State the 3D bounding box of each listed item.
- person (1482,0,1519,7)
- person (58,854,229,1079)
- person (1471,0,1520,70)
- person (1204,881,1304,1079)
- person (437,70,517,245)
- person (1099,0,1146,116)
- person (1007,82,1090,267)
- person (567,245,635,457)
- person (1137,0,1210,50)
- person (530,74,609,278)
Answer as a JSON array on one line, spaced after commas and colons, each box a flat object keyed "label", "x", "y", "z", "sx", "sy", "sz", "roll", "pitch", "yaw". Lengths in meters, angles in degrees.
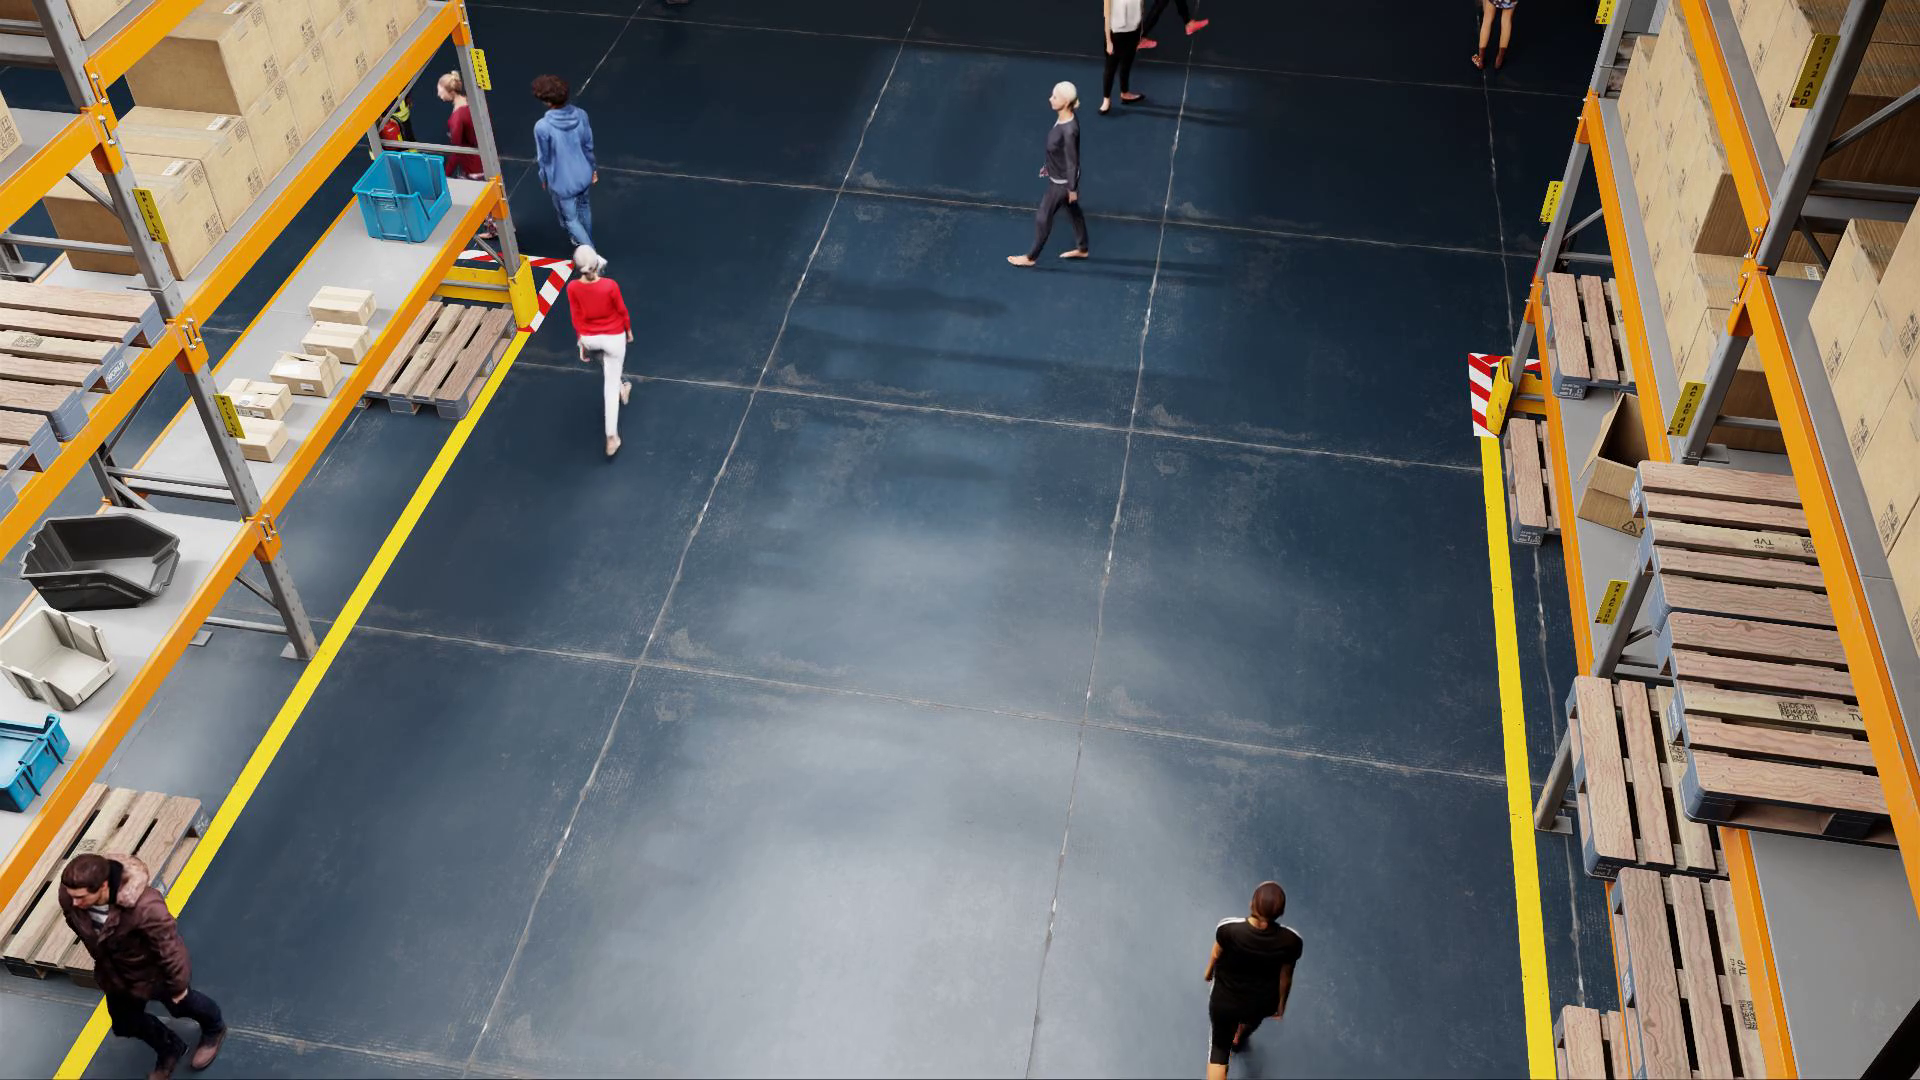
[{"label": "person", "x": 5.883, "y": -6.456, "z": 17.498, "sx": 0.783, "sy": 1.803, "sz": 0.809, "roll": -19, "pitch": 47, "yaw": -19}, {"label": "person", "x": -4.124, "y": 2.093, "z": 8.505, "sx": 0.779, "sy": 1.830, "sz": 0.728, "roll": 9, "pitch": 44, "yaw": 9}, {"label": "person", "x": 5.439, "y": -5.546, "z": 16.592, "sx": 0.591, "sy": 1.735, "sz": 0.523, "roll": 5, "pitch": 44, "yaw": 5}, {"label": "person", "x": 1.432, "y": 2.350, "z": 8.372, "sx": 0.598, "sy": 1.641, "sz": 1.056, "roll": 6, "pitch": 44, "yaw": 6}, {"label": "person", "x": -4.110, "y": -3.200, "z": 14.165, "sx": 0.784, "sy": 1.686, "sz": 0.758, "roll": 2, "pitch": 44, "yaw": 2}, {"label": "person", "x": 1.587, "y": -4.913, "z": 15.957, "sx": 0.800, "sy": 1.693, "sz": 0.814, "roll": -31, "pitch": 52, "yaw": -28}, {"label": "person", "x": 0.959, "y": -3.072, "z": 14.021, "sx": 0.737, "sy": 1.699, "sz": 0.898, "roll": 3, "pitch": 44, "yaw": 3}, {"label": "person", "x": -2.629, "y": -1.385, "z": 12.292, "sx": 0.674, "sy": 1.641, "sz": 1.160, "roll": 1, "pitch": 44, "yaw": 1}, {"label": "person", "x": 2.074, "y": -5.750, "z": 16.871, "sx": 1.054, "sy": 1.645, "sz": 1.159, "roll": -14, "pitch": 45, "yaw": -14}, {"label": "person", "x": -3.228, "y": -3.010, "z": 13.894, "sx": 1.110, "sy": 1.783, "sz": 1.110, "roll": -32, "pitch": 52, "yaw": -29}]
